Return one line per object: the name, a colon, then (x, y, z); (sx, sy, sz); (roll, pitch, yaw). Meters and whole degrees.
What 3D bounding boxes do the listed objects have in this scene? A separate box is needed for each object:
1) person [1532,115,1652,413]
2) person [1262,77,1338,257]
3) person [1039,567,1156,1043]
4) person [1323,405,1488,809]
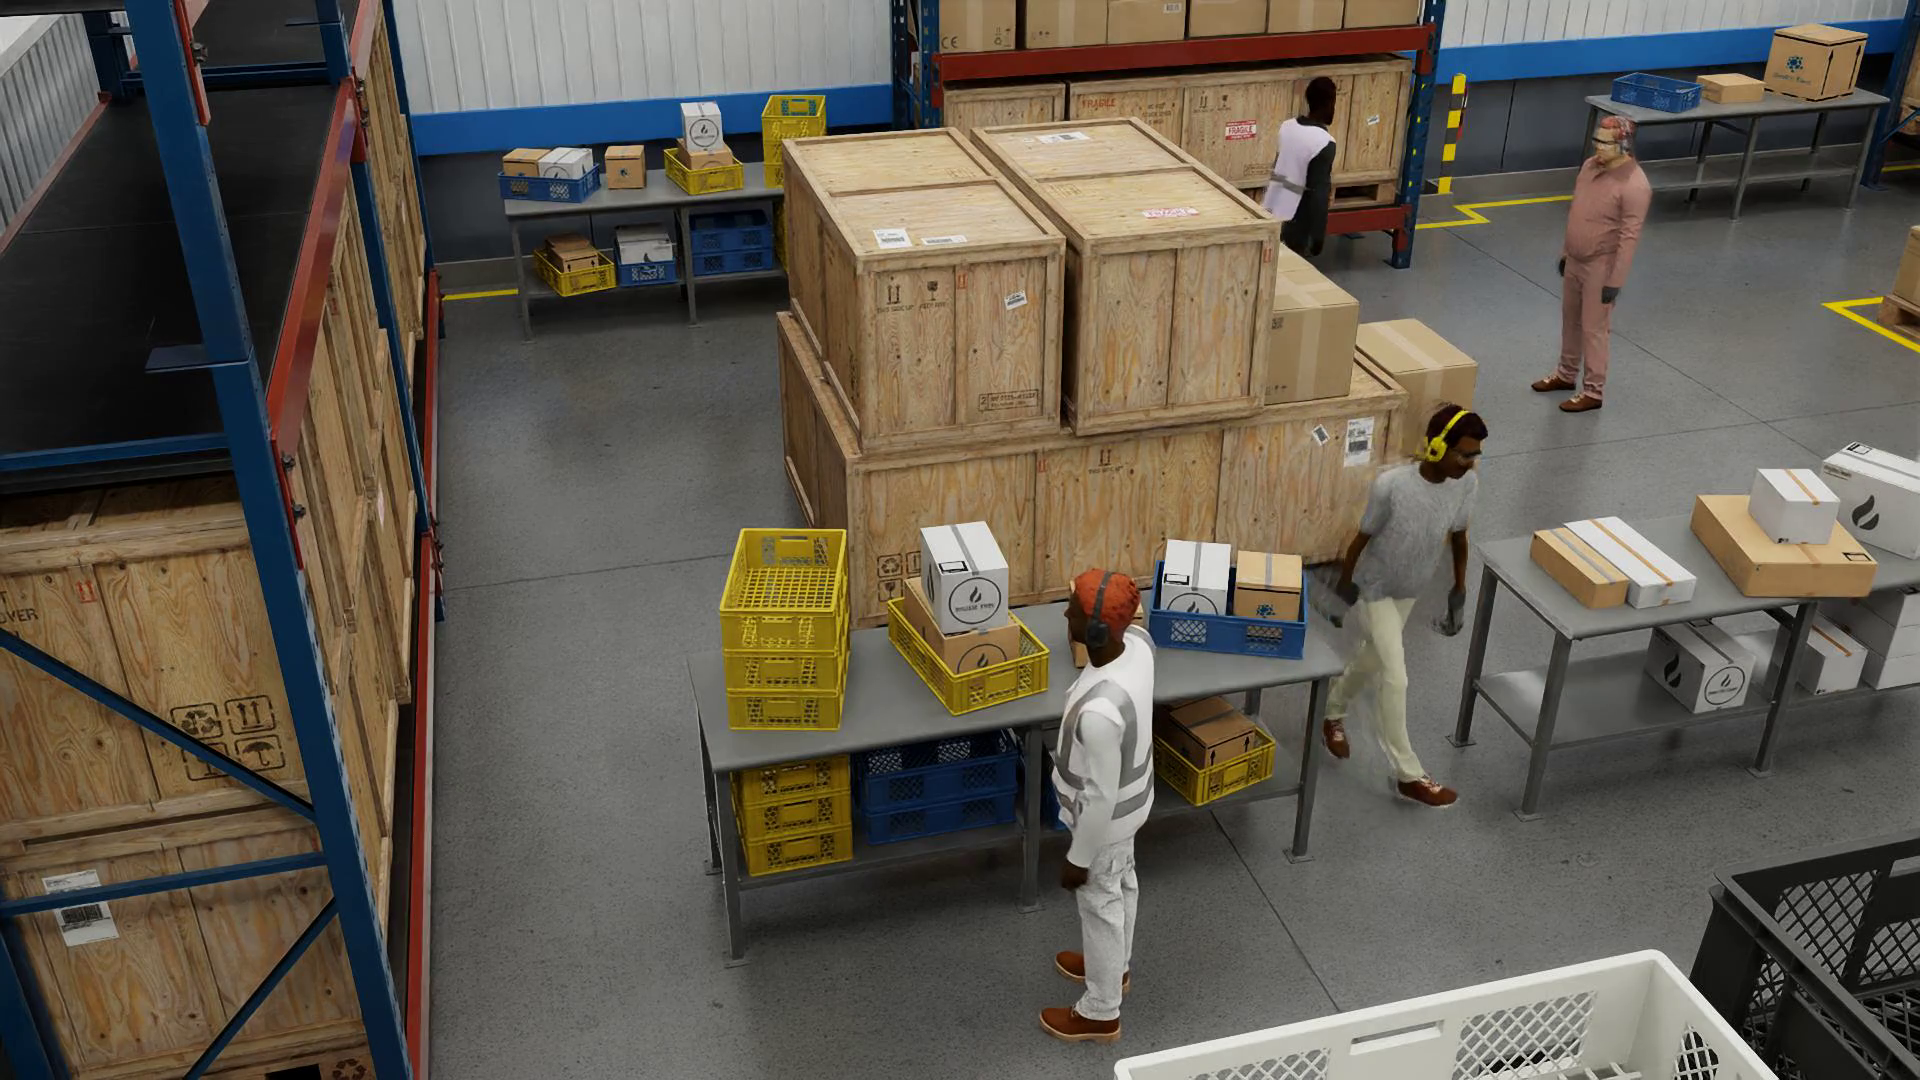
person: (4.030, -1.763, 10.619); (0.395, 1.899, 0.660); (-6, 29, -10)
person: (2.346, -2.228, 11.492); (0.672, 1.877, 0.642); (-9, 30, -16)
person: (0.481, 0.929, 5.743); (0.354, 1.883, 0.572); (8, 30, 15)
person: (1.889, 0.258, 7.030); (0.536, 1.813, 0.922); (-13, 31, -22)
